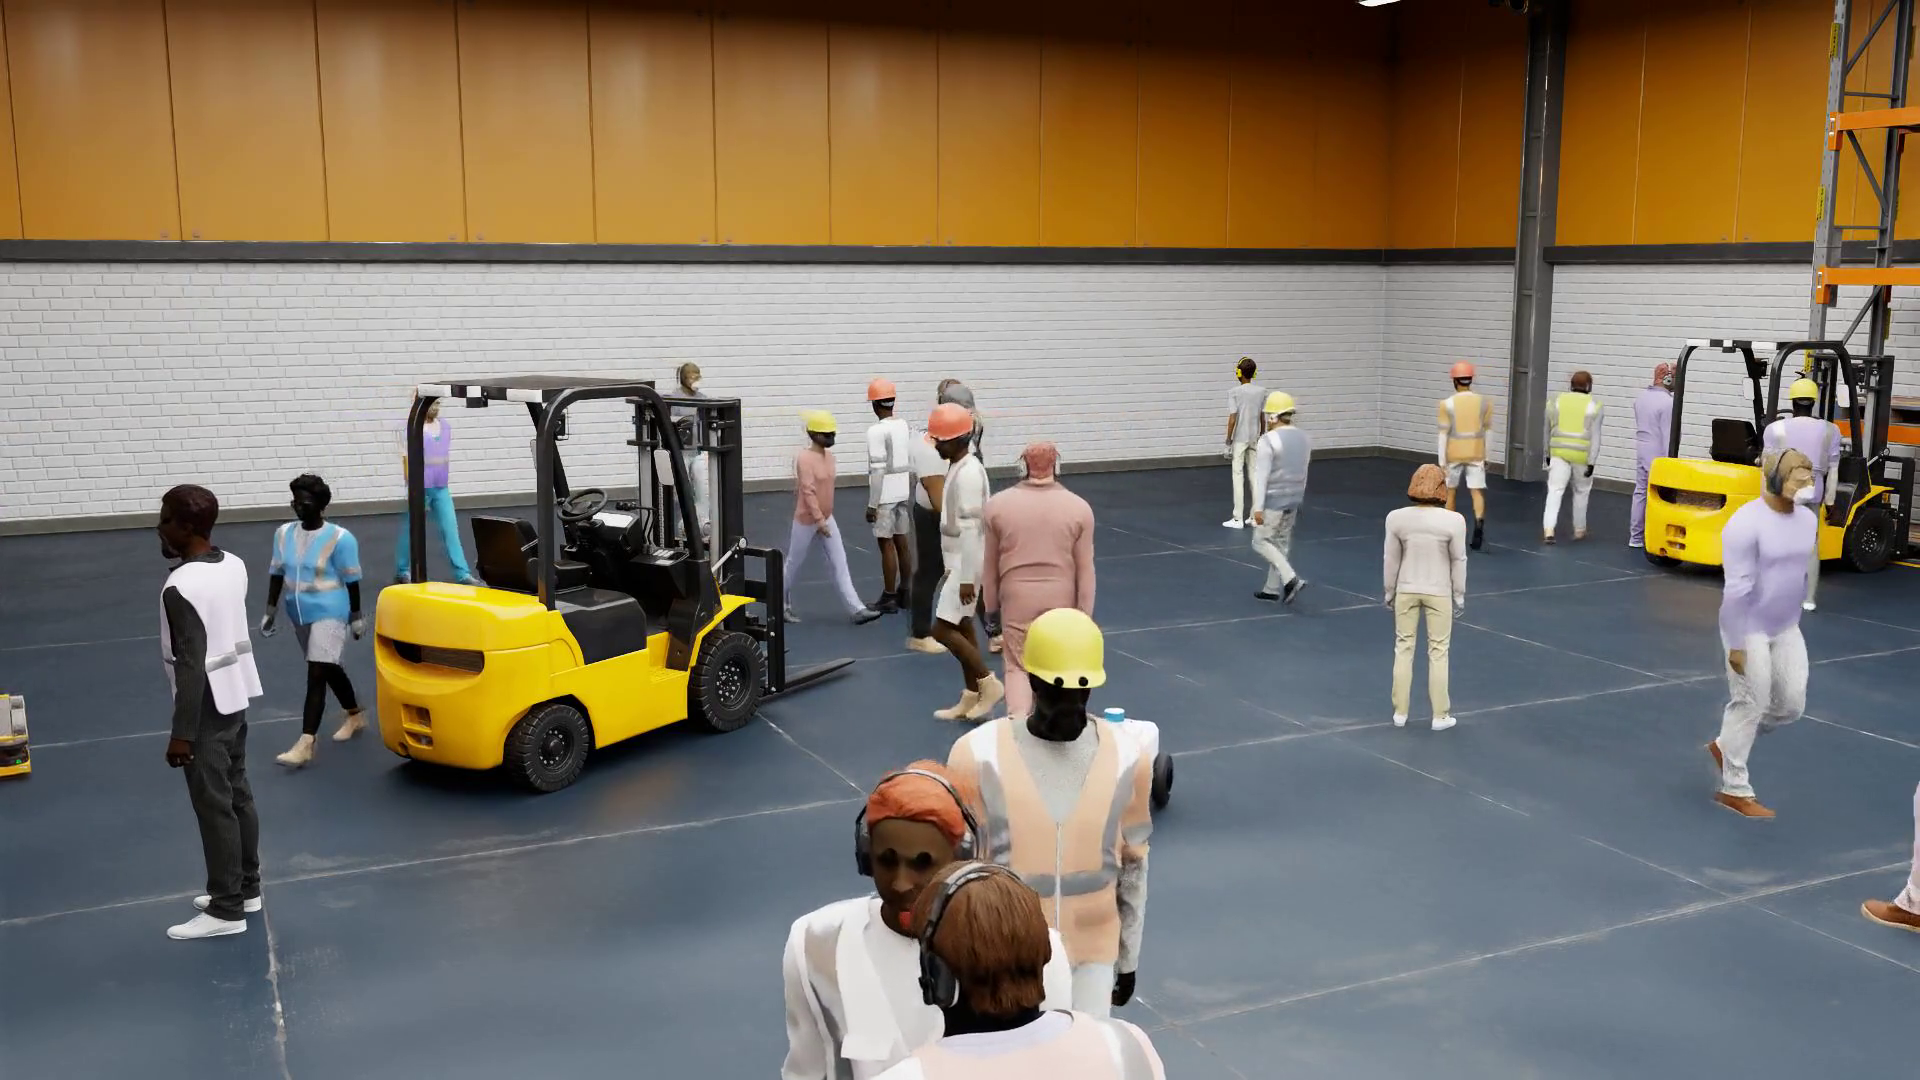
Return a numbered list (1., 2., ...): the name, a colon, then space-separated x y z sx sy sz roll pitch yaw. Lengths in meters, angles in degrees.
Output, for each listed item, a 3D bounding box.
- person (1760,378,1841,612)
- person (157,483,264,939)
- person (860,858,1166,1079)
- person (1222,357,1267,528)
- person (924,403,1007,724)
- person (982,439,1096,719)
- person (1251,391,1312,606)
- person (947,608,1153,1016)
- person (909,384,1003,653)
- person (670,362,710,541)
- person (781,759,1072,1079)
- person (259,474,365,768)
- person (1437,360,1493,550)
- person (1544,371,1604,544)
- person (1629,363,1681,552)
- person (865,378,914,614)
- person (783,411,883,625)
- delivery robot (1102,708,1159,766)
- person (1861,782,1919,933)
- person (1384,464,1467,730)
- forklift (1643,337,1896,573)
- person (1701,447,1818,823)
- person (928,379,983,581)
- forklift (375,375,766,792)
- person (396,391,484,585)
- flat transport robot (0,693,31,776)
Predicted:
1. person: 6.899 -0.367 13.721 0.594 1.922 0.386 2 9 12
2. person: -3.170 0.713 7.029 0.392 1.922 0.593 -1 9 -6
3. person: 0.043 1.432 2.828 0.626 1.842 0.429 -5 10 -28
4. person: 3.103 -1.059 18.188 0.536 1.869 0.314 -4 10 -25
5. person: -0.004 0.157 10.204 0.436 2.009 0.630 0 9 -2
6. person: 0.437 0.371 9.325 0.648 1.870 0.840 1 9 6
7. person: 2.670 -0.329 13.823 0.616 1.817 0.637 -6 11 -35
8. person: 0.239 1.101 4.675 0.599 1.905 0.747 -1 9 -7
9. person: 0.024 -0.155 12.049 0.972 2.000 0.687 7 11 37
10. person: -2.813 -0.845 16.773 0.903 1.911 0.638 7 11 36
11. person: -0.063 1.345 3.243 0.601 1.876 0.423 1 9 6
12. person: -3.721 0.436 9.589 0.537 1.649 0.887 4 10 21
13. person: 5.096 -0.858 16.792 0.578 1.916 0.800 1 9 7
14. person: 6.298 -0.851 17.180 0.633 1.796 0.992 7 11 35
15. person: 6.978 -0.818 16.606 0.403 1.900 0.647 -1 9 -6
16. person: -0.609 -0.359 13.647 0.376 1.933 0.545 5 11 30
17. person: -1.095 -0.157 13.075 0.961 1.712 0.521 6 11 31
18. delivery robot: 0.790 1.106 8.529 0.477 0.478 0.707 3 10 18
19. person: 4.242 0.742 6.738 0.632 1.960 0.900 -7 12 -37
20. person: 2.843 0.347 10.188 0.498 1.634 0.280 5 10 28
21. forklift: 7.551 -0.789 15.507 2.313 2.155 1.214 -4 10 -25
22. person: 4.086 0.471 8.527 0.628 1.924 0.489 -4 10 -23
23. person: -0.083 -0.541 15.095 0.647 1.838 0.459 -8 12 -41
24. forklift: -2.268 0.149 9.685 1.214 2.155 2.313 6 11 32
25. person: -4.668 -0.447 14.635 0.989 1.792 0.590 5 10 29
26. flat transport robot: -5.749 1.125 9.579 0.652 0.197 1.431 -5 11 -30
